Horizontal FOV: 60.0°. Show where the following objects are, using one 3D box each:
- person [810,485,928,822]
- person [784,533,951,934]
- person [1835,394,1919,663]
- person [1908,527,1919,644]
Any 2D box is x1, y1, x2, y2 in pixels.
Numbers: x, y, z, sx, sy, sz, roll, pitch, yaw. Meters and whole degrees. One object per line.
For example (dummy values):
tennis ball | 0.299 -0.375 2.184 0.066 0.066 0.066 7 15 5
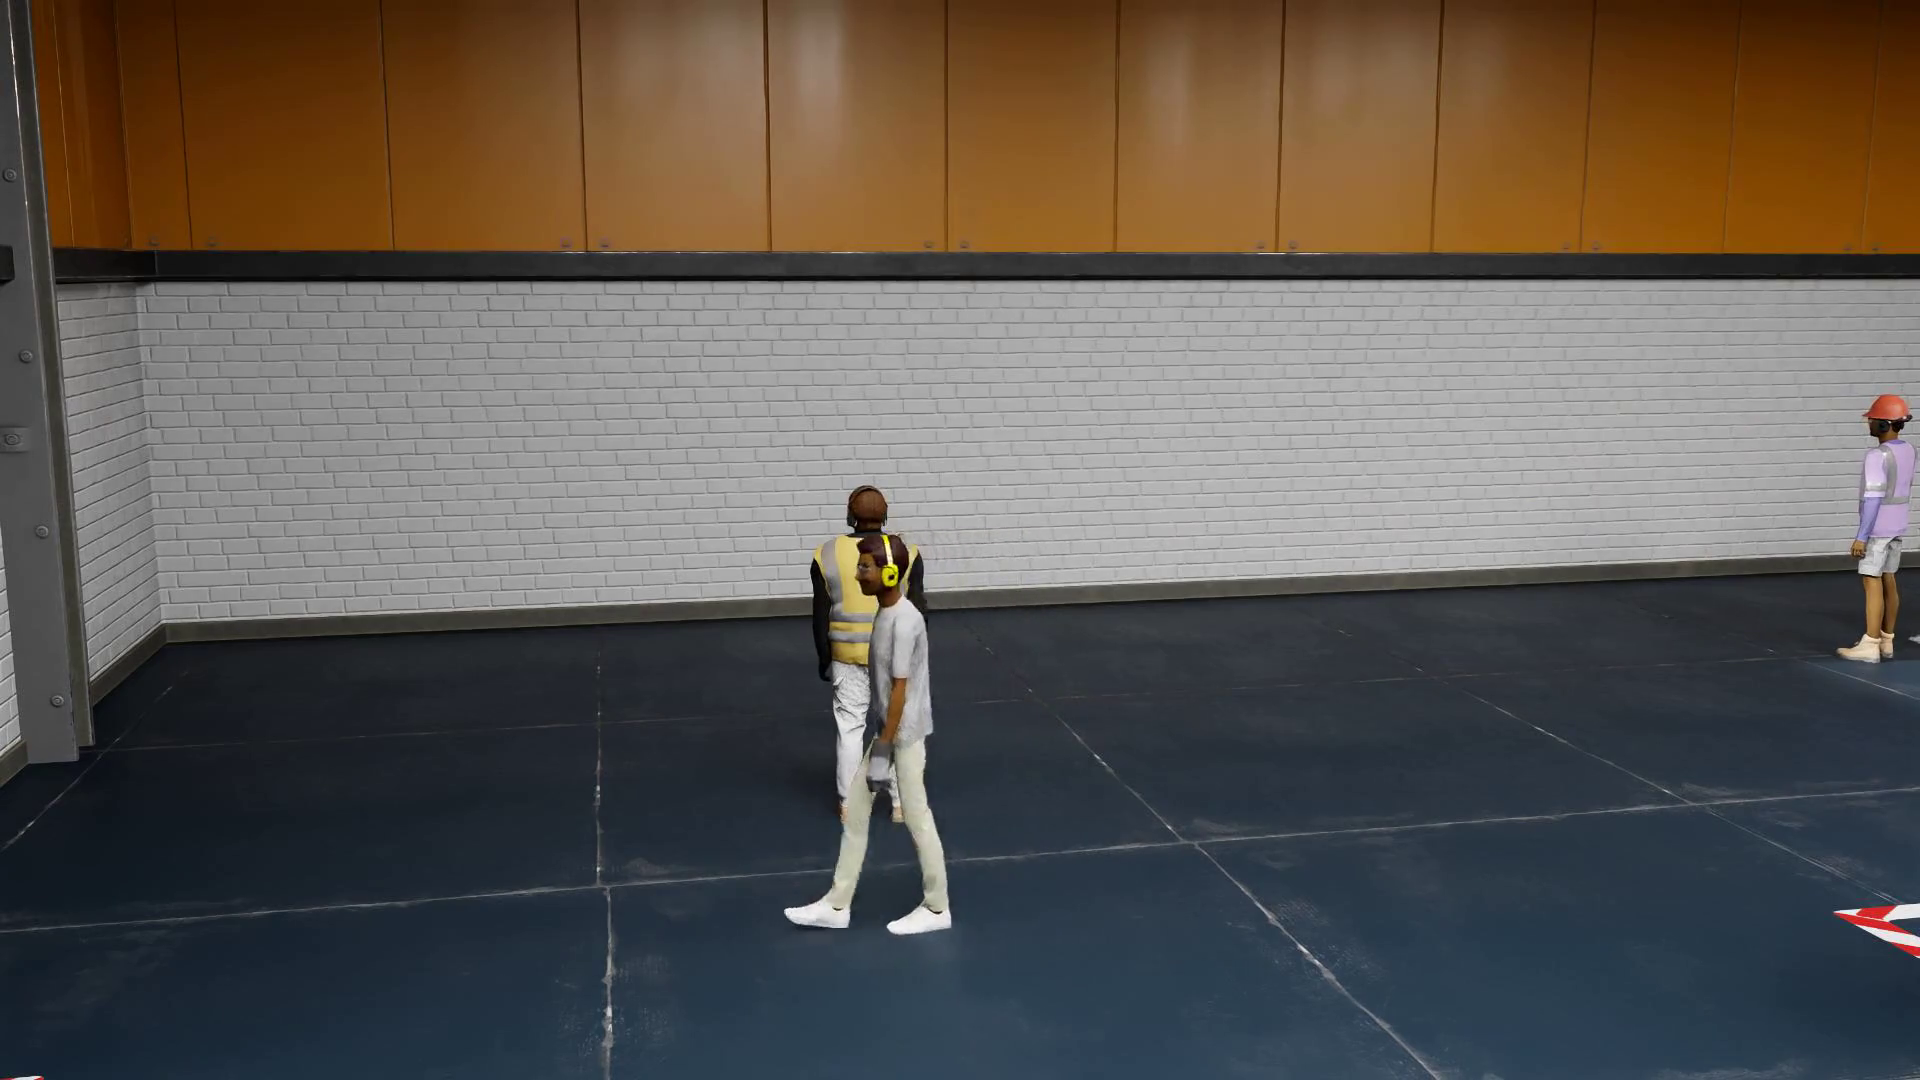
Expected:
person | -0.482 0.620 8.995 0.623 1.847 0.429 0 9 2
person | -0.415 0.887 7.374 0.851 1.837 0.564 -3 10 -15
person | 7.007 -0.087 12.691 0.607 2.048 0.368 -7 12 -37
person | 7.730 0.085 12.968 0.506 1.603 0.642 -1 9 -6
